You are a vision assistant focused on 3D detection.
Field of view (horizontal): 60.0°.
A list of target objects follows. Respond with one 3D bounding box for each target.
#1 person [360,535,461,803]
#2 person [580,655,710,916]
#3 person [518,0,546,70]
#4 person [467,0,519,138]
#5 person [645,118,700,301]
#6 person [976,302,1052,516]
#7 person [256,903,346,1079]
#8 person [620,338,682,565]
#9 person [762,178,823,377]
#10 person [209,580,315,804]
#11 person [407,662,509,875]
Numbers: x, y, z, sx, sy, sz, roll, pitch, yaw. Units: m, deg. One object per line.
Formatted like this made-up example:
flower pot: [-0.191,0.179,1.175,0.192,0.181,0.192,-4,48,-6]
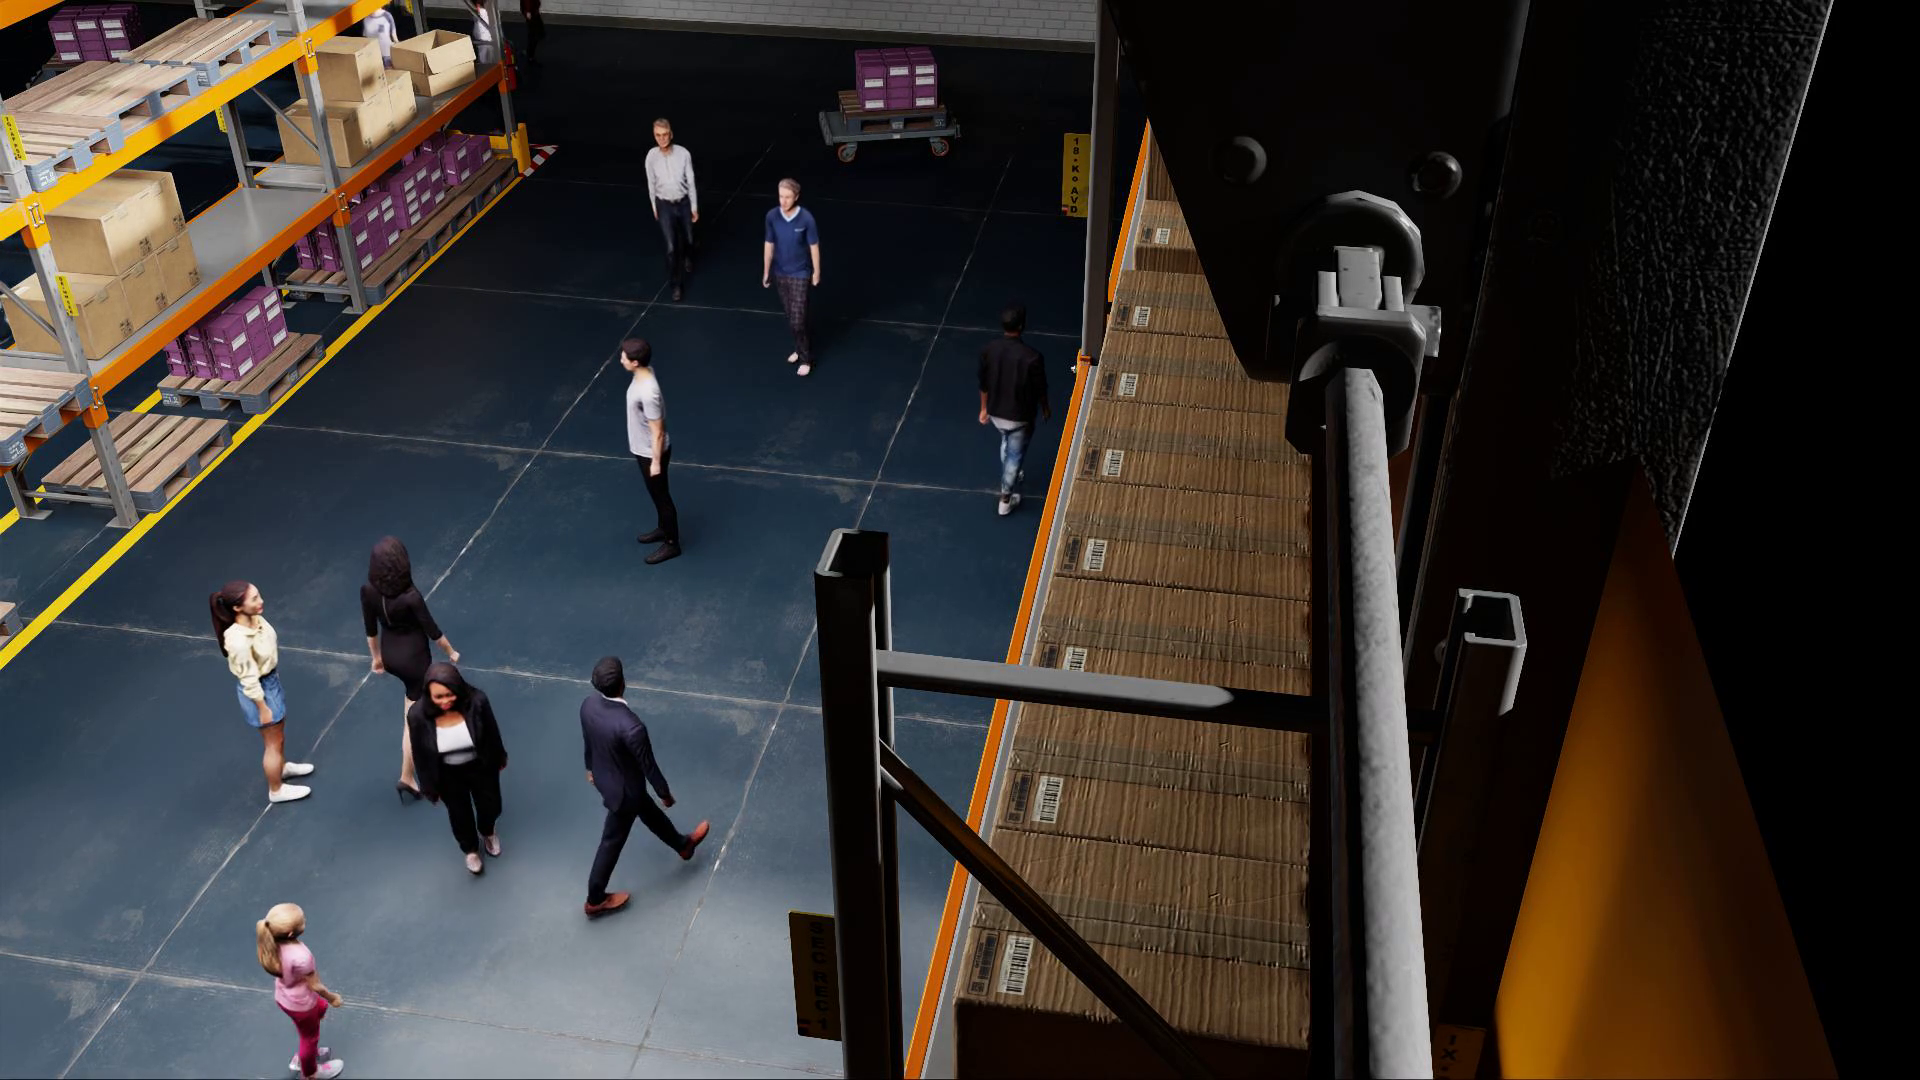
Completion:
person: [-3.512,0.860,10.423,0.799,1.760,1.155,14,36,20]
person: [-2.031,1.479,9.576,1.261,1.667,1.120,-27,42,-35]
person: [-5.952,-7.241,22.716,0.784,1.643,0.706,-7,34,-11]
person: [-5.661,-5.792,20.367,0.775,1.831,0.656,4,34,5]
person: [-2.868,-3.404,16.808,0.916,1.794,1.240,-5,34,-8]
person: [0.371,-0.995,13.187,0.859,1.790,0.950,19,38,26]
person: [-3.462,2.388,8.573,0.602,1.263,0.652,27,42,34]
person: [-2.337,-0.699,12.678,0.804,1.862,0.663,-10,35,-14]
person: [-1.512,-2.494,15.389,0.759,1.850,0.831,13,36,19]
person: [-4.388,0.934,10.430,0.775,1.628,0.640,-9,35,-14]
person: [-2.987,1.302,9.906,0.823,1.597,0.864,-14,36,-21]
